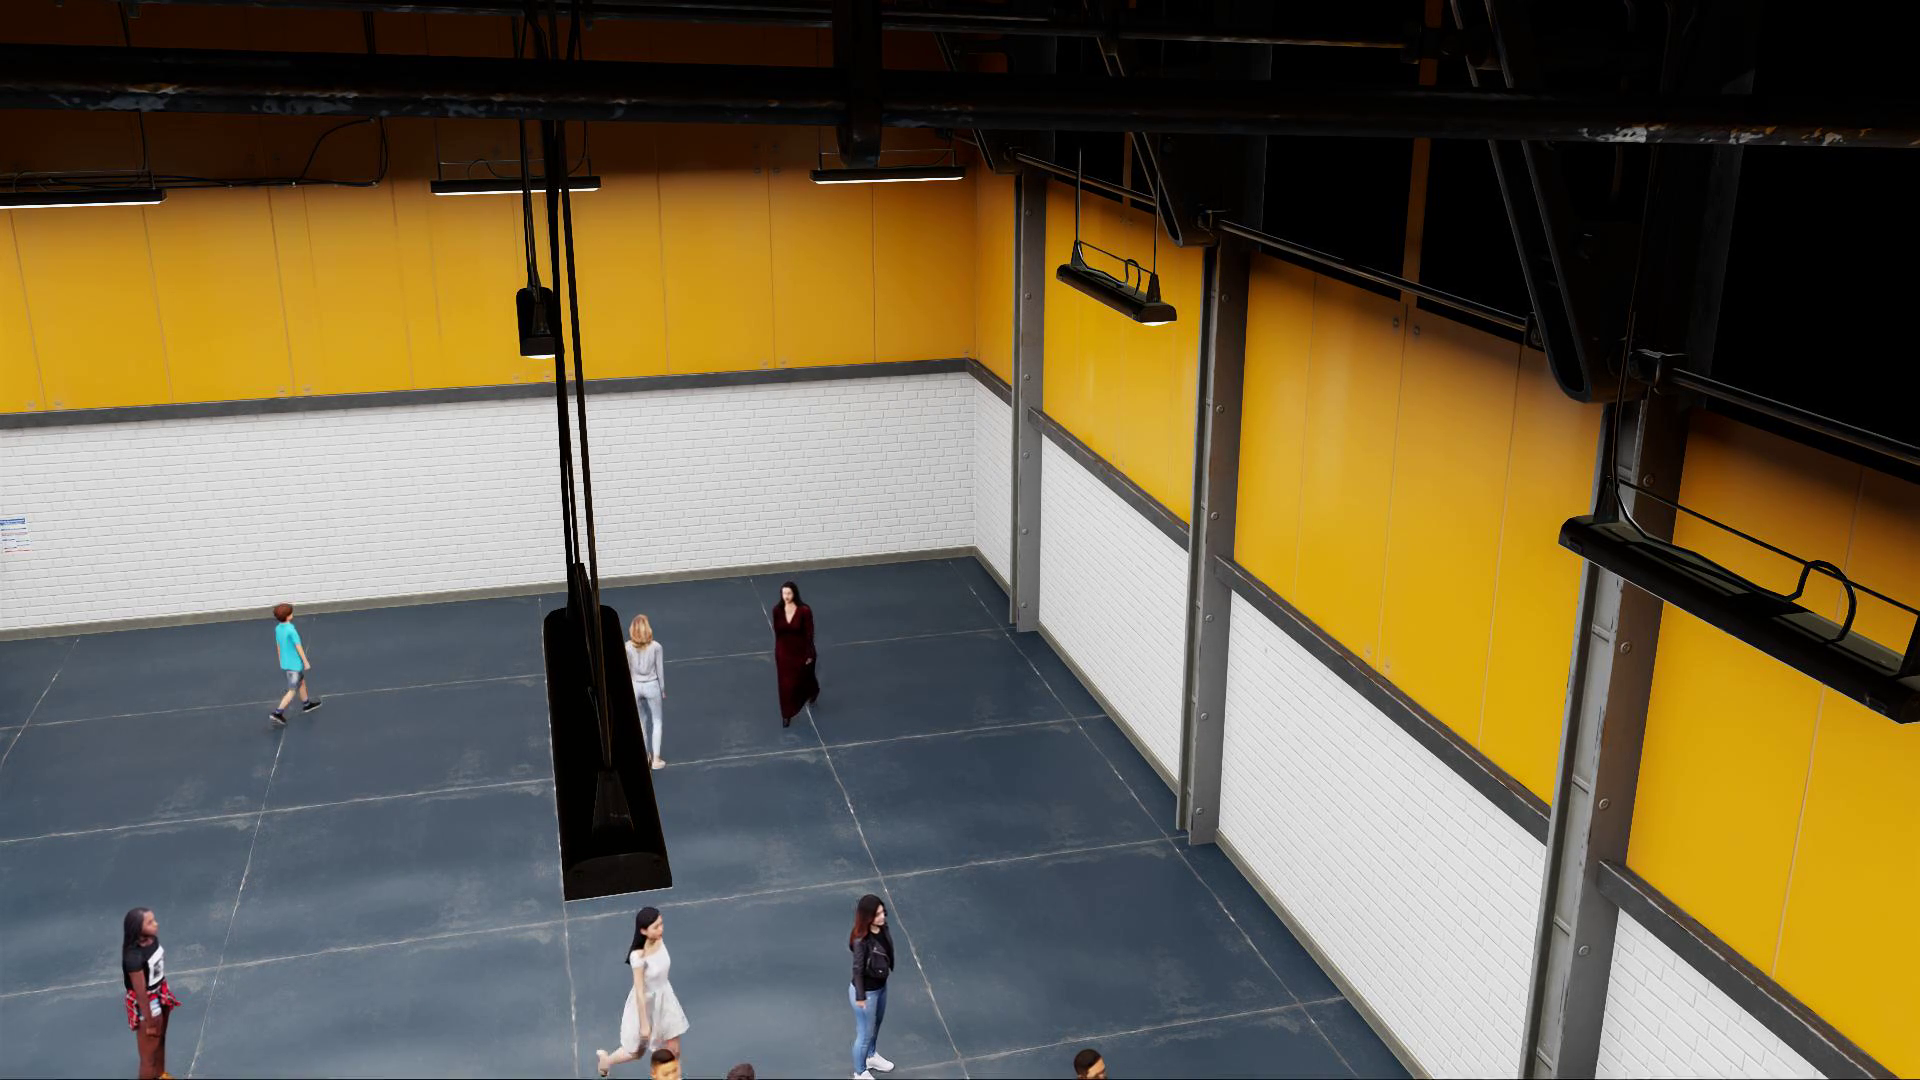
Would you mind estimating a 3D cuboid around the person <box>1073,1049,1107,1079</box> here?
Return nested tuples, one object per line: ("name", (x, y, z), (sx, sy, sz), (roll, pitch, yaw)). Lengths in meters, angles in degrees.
("person", (0.816, 4.119, 10.895), (0.761, 1.810, 0.733), (14, 23, 35))

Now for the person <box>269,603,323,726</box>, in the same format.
("person", (-7.852, 1.454, 19.412), (0.944, 1.425, 0.923), (15, 24, 37))

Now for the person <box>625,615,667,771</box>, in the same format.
("person", (-3.447, 1.669, 18.201), (0.680, 1.792, 0.735), (0, 19, 0))

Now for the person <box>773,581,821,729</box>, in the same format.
("person", (-1.891, 1.283, 19.450), (0.930, 1.724, 1.159), (2, 19, 7))

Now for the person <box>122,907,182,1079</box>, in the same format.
("person", (-6.179, 3.568, 12.668), (0.682, 1.722, 0.560), (-2, 19, -7))

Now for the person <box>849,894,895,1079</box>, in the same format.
("person", (-0.701, 3.501, 13.011), (0.792, 1.632, 0.703), (7, 20, 19))

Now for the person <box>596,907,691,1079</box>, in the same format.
("person", (-2.418, 3.580, 12.598), (1.095, 1.745, 1.091), (8, 20, 23))
